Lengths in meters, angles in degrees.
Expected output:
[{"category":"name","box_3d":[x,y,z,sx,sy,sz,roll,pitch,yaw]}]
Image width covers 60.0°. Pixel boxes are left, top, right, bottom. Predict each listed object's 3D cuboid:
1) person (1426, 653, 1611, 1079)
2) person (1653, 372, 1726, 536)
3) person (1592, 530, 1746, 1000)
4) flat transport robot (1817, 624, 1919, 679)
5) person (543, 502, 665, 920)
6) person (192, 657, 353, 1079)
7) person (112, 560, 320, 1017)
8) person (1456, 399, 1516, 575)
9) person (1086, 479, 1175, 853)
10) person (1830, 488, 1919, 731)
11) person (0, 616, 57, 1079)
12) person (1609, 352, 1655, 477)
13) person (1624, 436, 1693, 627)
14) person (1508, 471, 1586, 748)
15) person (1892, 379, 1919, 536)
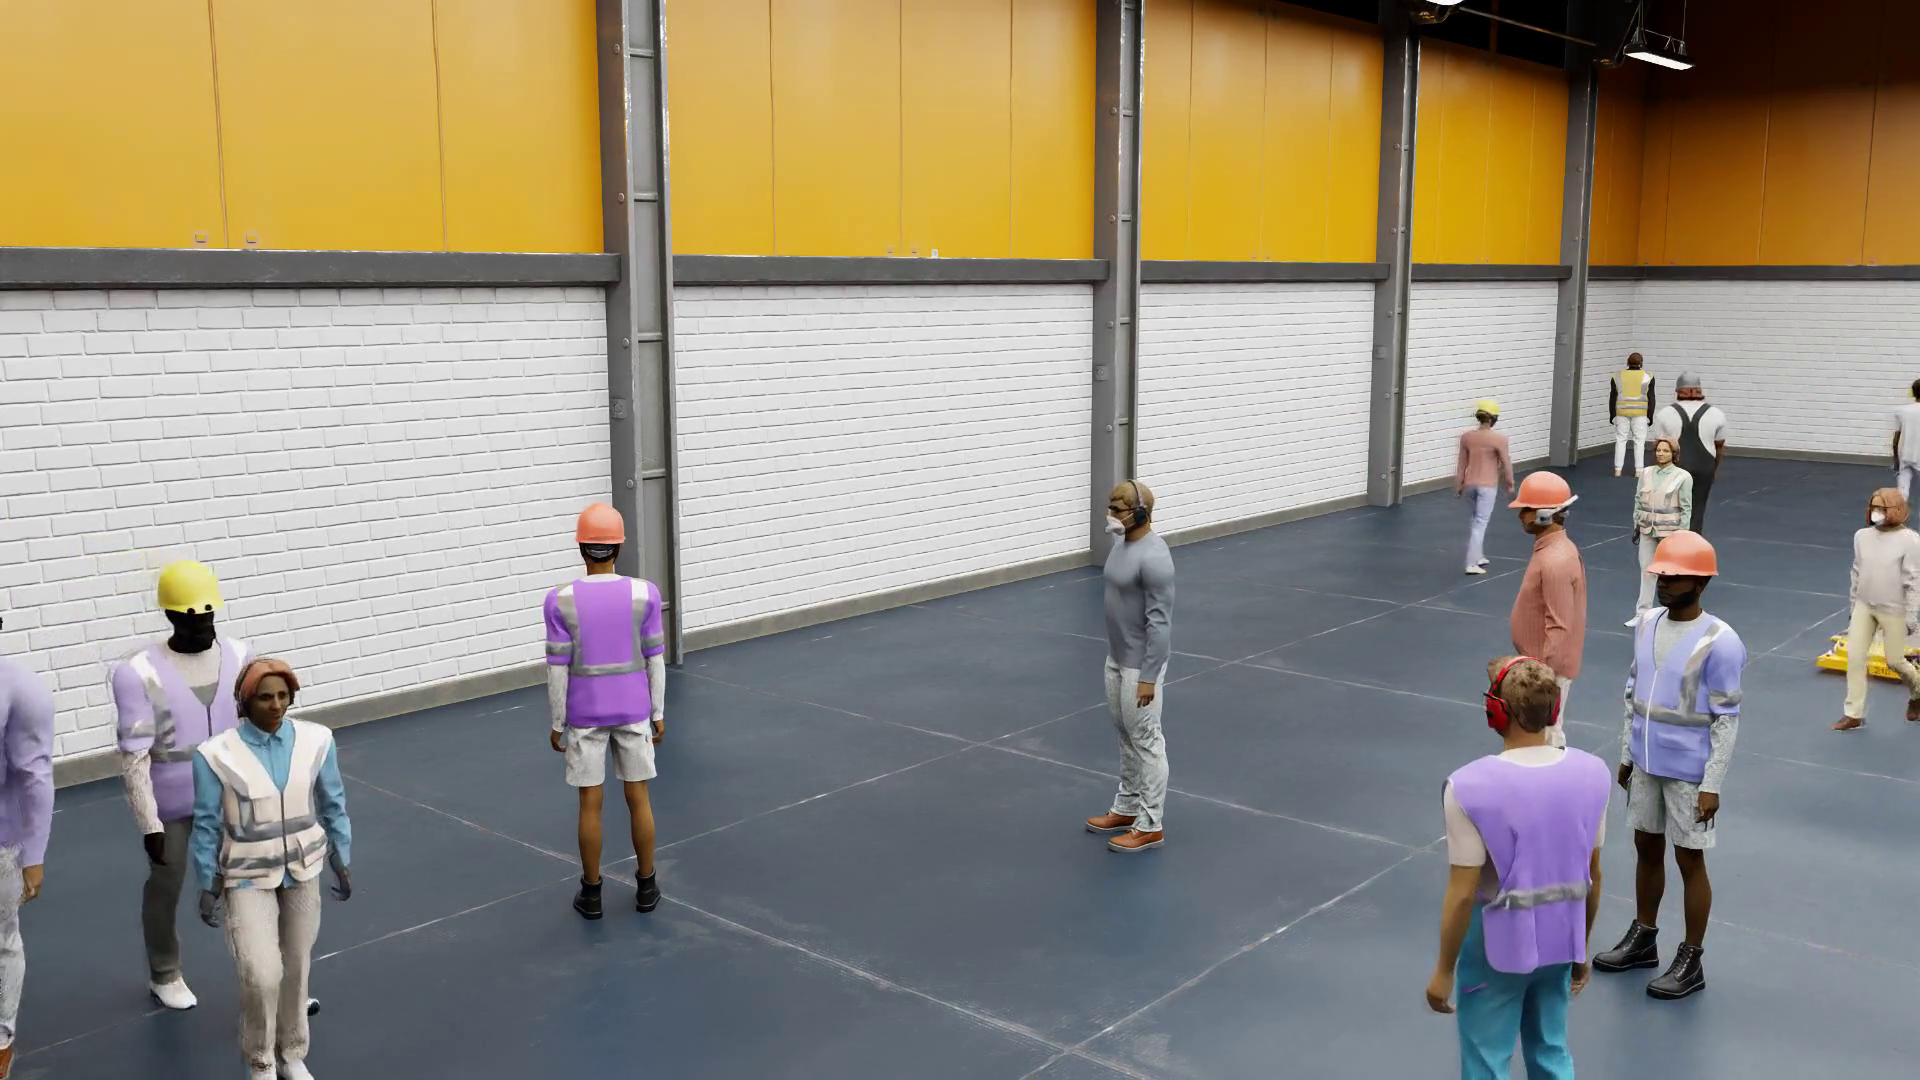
[{"category":"person","box_3d":[1.701,1.262,5.049,0.570,1.841,0.372,-3,10,-19]},{"category":"person","box_3d":[7.421,-0.740,17.003,0.684,2.000,0.909,3,10,18]},{"category":"person","box_3d":[2.945,0.919,6.900,0.351,1.942,0.547,-4,10,-22]},{"category":"flat transport robot","box_3d":[7.169,0.818,12.762,0.652,0.197,1.431,9,12,43]},{"category":"person","box_3d":[-1.639,0.790,7.716,0.542,1.939,0.362,-3,9,-17]},{"category":"person","box_3d":[-2.427,1.223,5.949,0.433,1.623,0.538,9,13,44]},{"category":"person","box_3d":[-2.973,1.009,6.547,0.992,1.868,0.594,7,11,38]},{"category":"person","box_3d":[5.288,-0.531,16.654,0.762,1.740,0.546,-7,11,-36]},{"category":"person","box_3d":[0.901,0.644,8.641,0.373,1.939,0.628,-2,9,-14]},{"category":"person","box_3d":[6.076,0.449,10.886,0.714,1.605,0.507,-4,10,-26]},{"category":"person","box_3d":[-3.546,1.087,5.962,0.668,1.904,0.534,-1,9,-7]},{"category":"person","box_3d":[9.931,-1.849,24.590,0.637,1.842,0.429,5,10,27]},{"category":"person","box_3d":[5.863,-0.050,13.916,0.309,1.645,0.515,-6,11,-32]},{"category":"person","box_3d":[2.966,0.640,8.490,0.399,1.989,0.623,3,10,18]},{"category":"person","box_3d":[10.635,-0.869,18.411,0.767,1.846,0.554,-6,11,-35]}]
